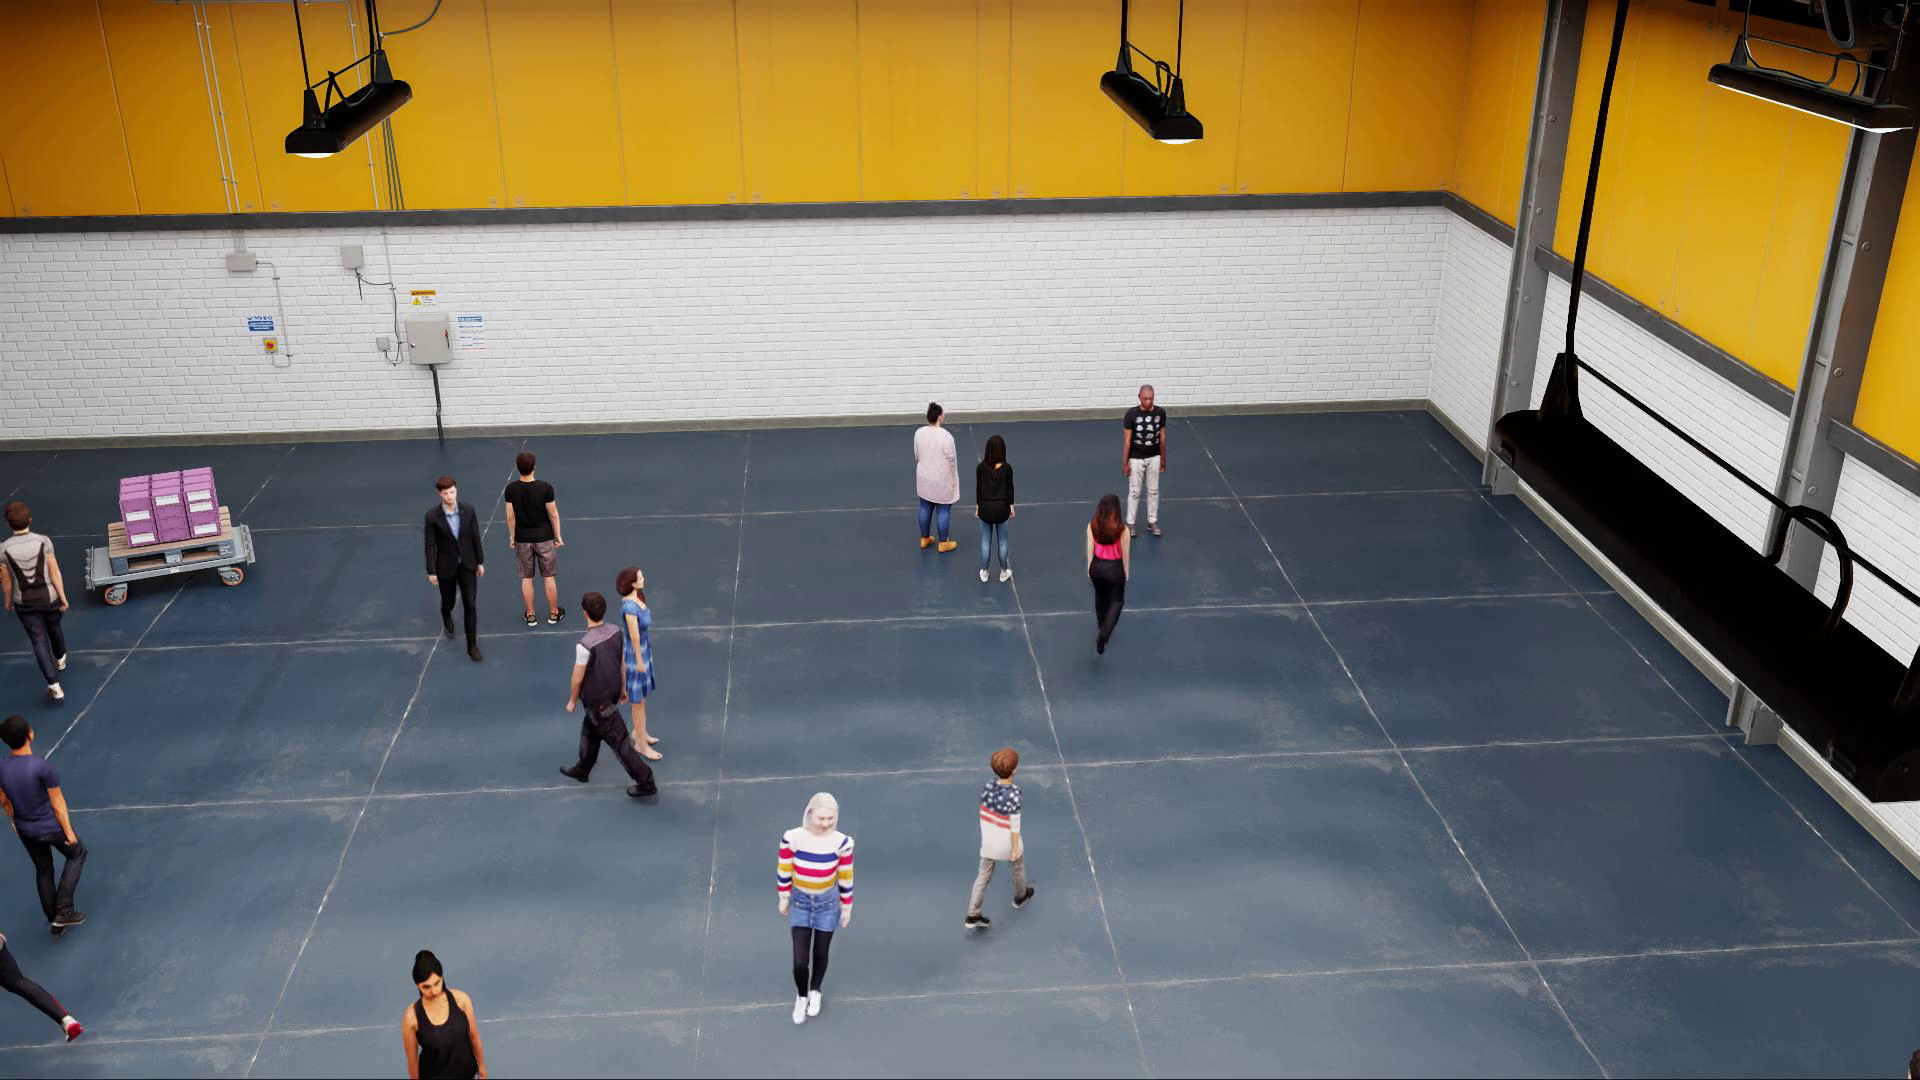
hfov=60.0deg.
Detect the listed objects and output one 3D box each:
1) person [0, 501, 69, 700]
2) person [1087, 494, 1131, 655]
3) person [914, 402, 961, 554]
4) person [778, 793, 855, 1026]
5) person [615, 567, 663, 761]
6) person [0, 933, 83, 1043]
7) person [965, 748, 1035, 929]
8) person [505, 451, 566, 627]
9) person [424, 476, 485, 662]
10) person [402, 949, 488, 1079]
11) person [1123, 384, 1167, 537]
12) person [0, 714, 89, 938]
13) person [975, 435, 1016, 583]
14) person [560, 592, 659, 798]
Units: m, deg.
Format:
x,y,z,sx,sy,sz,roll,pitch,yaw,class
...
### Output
x,y,z,sx,sy,sz,roll,pitch,yaw,class
-8.559,0.601,15.438,1.048,1.843,1.309,-15,28,-30,person
1.423,0.355,16.256,0.862,1.639,1.044,9,25,20,person
-0.277,-0.717,18.578,0.797,1.744,0.835,15,28,30,person
-0.972,2.436,11.313,0.700,1.785,0.657,1,24,2,person
-2.788,1.052,14.455,0.752,1.804,0.542,-5,24,-12,person
-6.317,2.701,10.776,0.938,1.730,1.118,7,25,15,person
0.261,2.227,12.264,0.895,1.407,1.001,17,29,33,person
-4.320,-0.021,16.838,0.694,1.862,0.584,-4,24,-8,person
-4.951,0.227,16.263,1.013,1.868,1.221,-13,27,-28,person
-3.069,3.128,9.902,0.886,1.648,1.009,-18,30,-36,person
2.104,-0.930,18.992,0.673,1.802,0.627,-4,24,-9,person
-6.688,2.126,12.030,0.697,1.779,0.663,1,24,3,person
0.366,-0.343,17.845,0.612,1.646,0.571,2,24,5,person
-2.884,1.349,13.787,1.042,1.795,1.221,9,25,19,person
